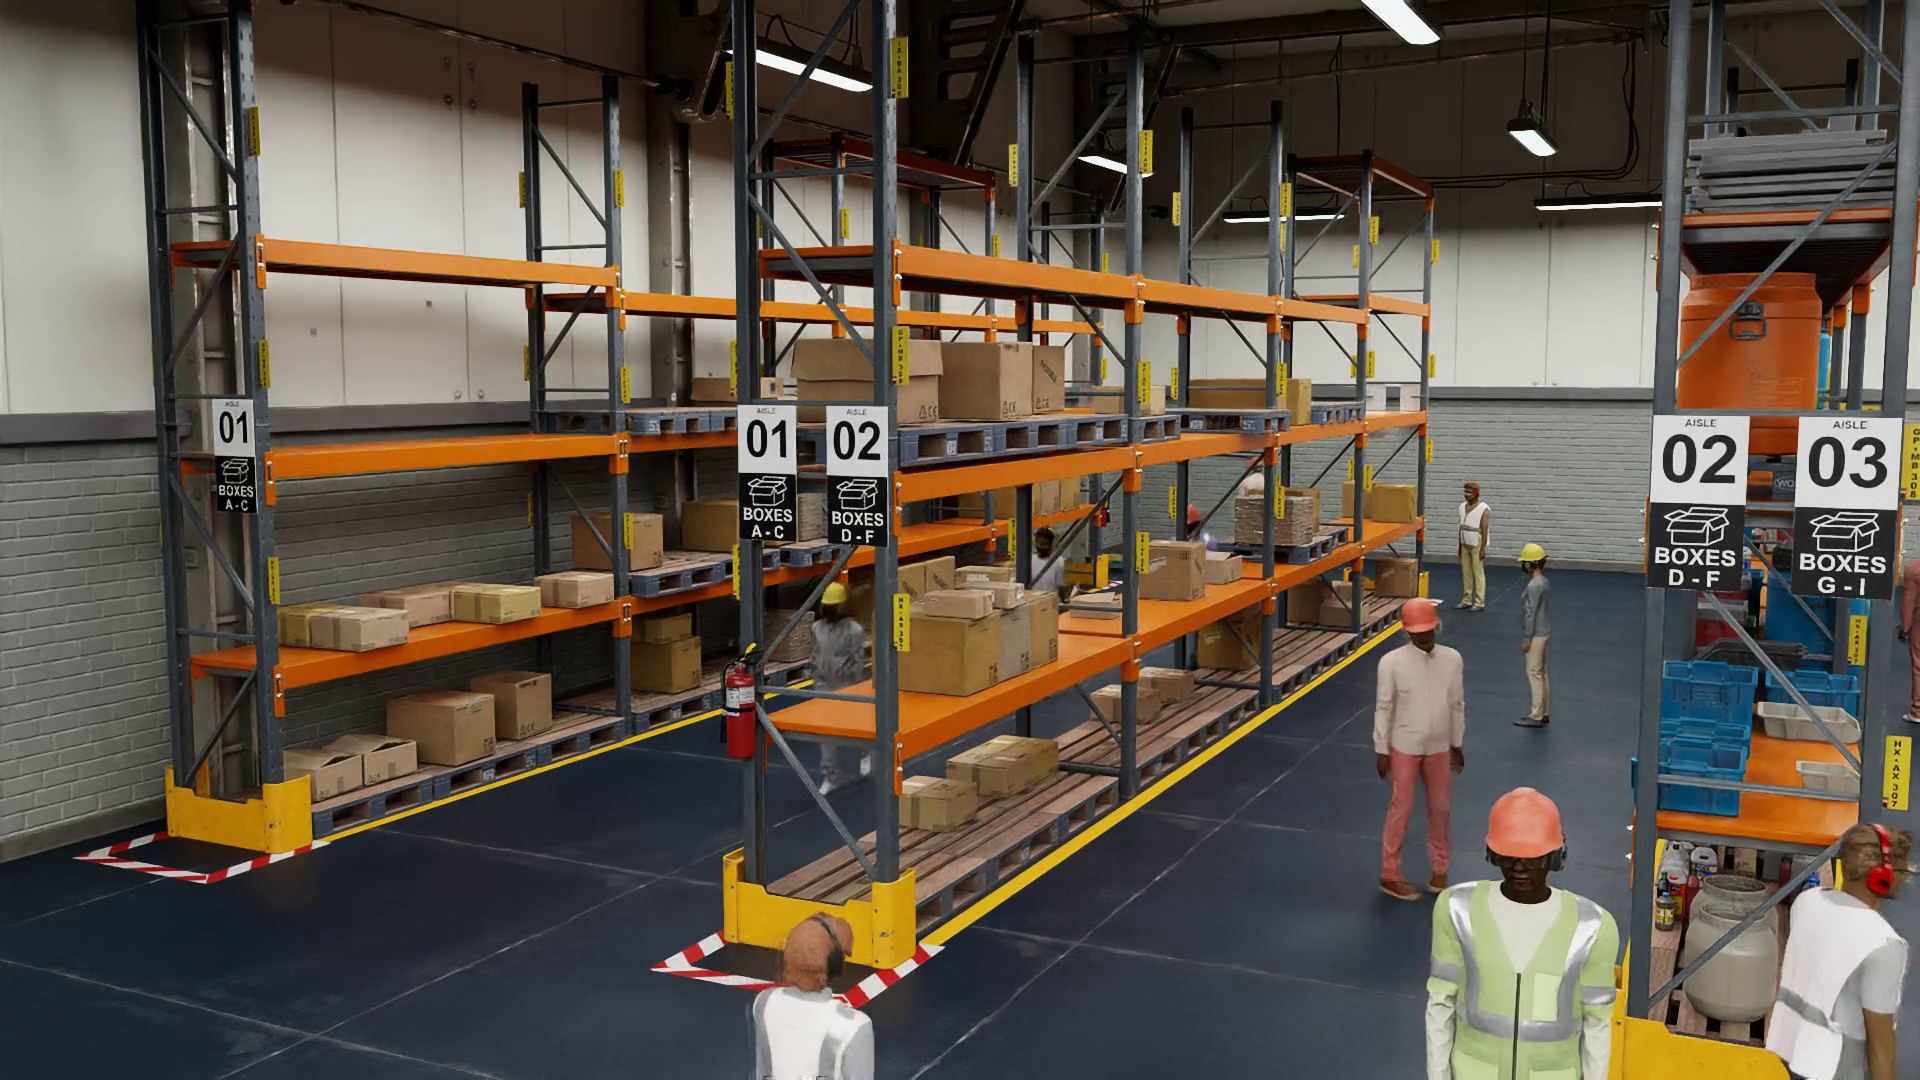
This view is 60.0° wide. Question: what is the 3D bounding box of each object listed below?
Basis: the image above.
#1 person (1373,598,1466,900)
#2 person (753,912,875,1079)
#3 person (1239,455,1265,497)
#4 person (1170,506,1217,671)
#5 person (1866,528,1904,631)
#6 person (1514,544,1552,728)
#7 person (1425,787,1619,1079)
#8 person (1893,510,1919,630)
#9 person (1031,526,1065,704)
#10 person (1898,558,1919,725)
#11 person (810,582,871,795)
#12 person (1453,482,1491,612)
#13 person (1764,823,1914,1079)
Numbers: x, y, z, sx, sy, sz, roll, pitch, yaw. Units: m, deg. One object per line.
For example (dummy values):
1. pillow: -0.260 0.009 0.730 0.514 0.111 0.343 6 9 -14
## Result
1. person: 2.991 1.347 10.808 0.655 1.965 0.422 -1 6 -12
2. person: -0.436 2.044 5.665 0.541 1.599 0.807 4 7 31
3. person: 5.033 -0.443 28.120 0.639 1.973 0.487 1 6 6
4. person: 2.636 0.548 18.914 0.539 1.873 0.962 4 7 33
5. person: 12.052 0.332 21.813 0.537 1.730 0.884 3 7 28
6. person: 5.503 0.913 15.980 0.344 1.756 0.518 3 7 28
7. person: 1.877 1.837 5.611 0.608 2.044 0.370 2 6 21
8. person: 12.468 0.388 21.364 0.573 1.696 0.884 -1 6 -7
9. person: 0.903 0.753 17.171 0.513 1.838 0.709 4 7 36
10. person: 9.397 0.834 16.037 0.646 1.904 0.401 1 6 12
11. person: -0.964 1.183 13.530 0.487 1.728 0.599 3 6 25
12. person: 7.267 0.098 23.540 0.390 1.836 0.560 -3 6 -23
13. person: 3.123 1.910 5.929 0.431 1.832 0.582 0 6 -2
